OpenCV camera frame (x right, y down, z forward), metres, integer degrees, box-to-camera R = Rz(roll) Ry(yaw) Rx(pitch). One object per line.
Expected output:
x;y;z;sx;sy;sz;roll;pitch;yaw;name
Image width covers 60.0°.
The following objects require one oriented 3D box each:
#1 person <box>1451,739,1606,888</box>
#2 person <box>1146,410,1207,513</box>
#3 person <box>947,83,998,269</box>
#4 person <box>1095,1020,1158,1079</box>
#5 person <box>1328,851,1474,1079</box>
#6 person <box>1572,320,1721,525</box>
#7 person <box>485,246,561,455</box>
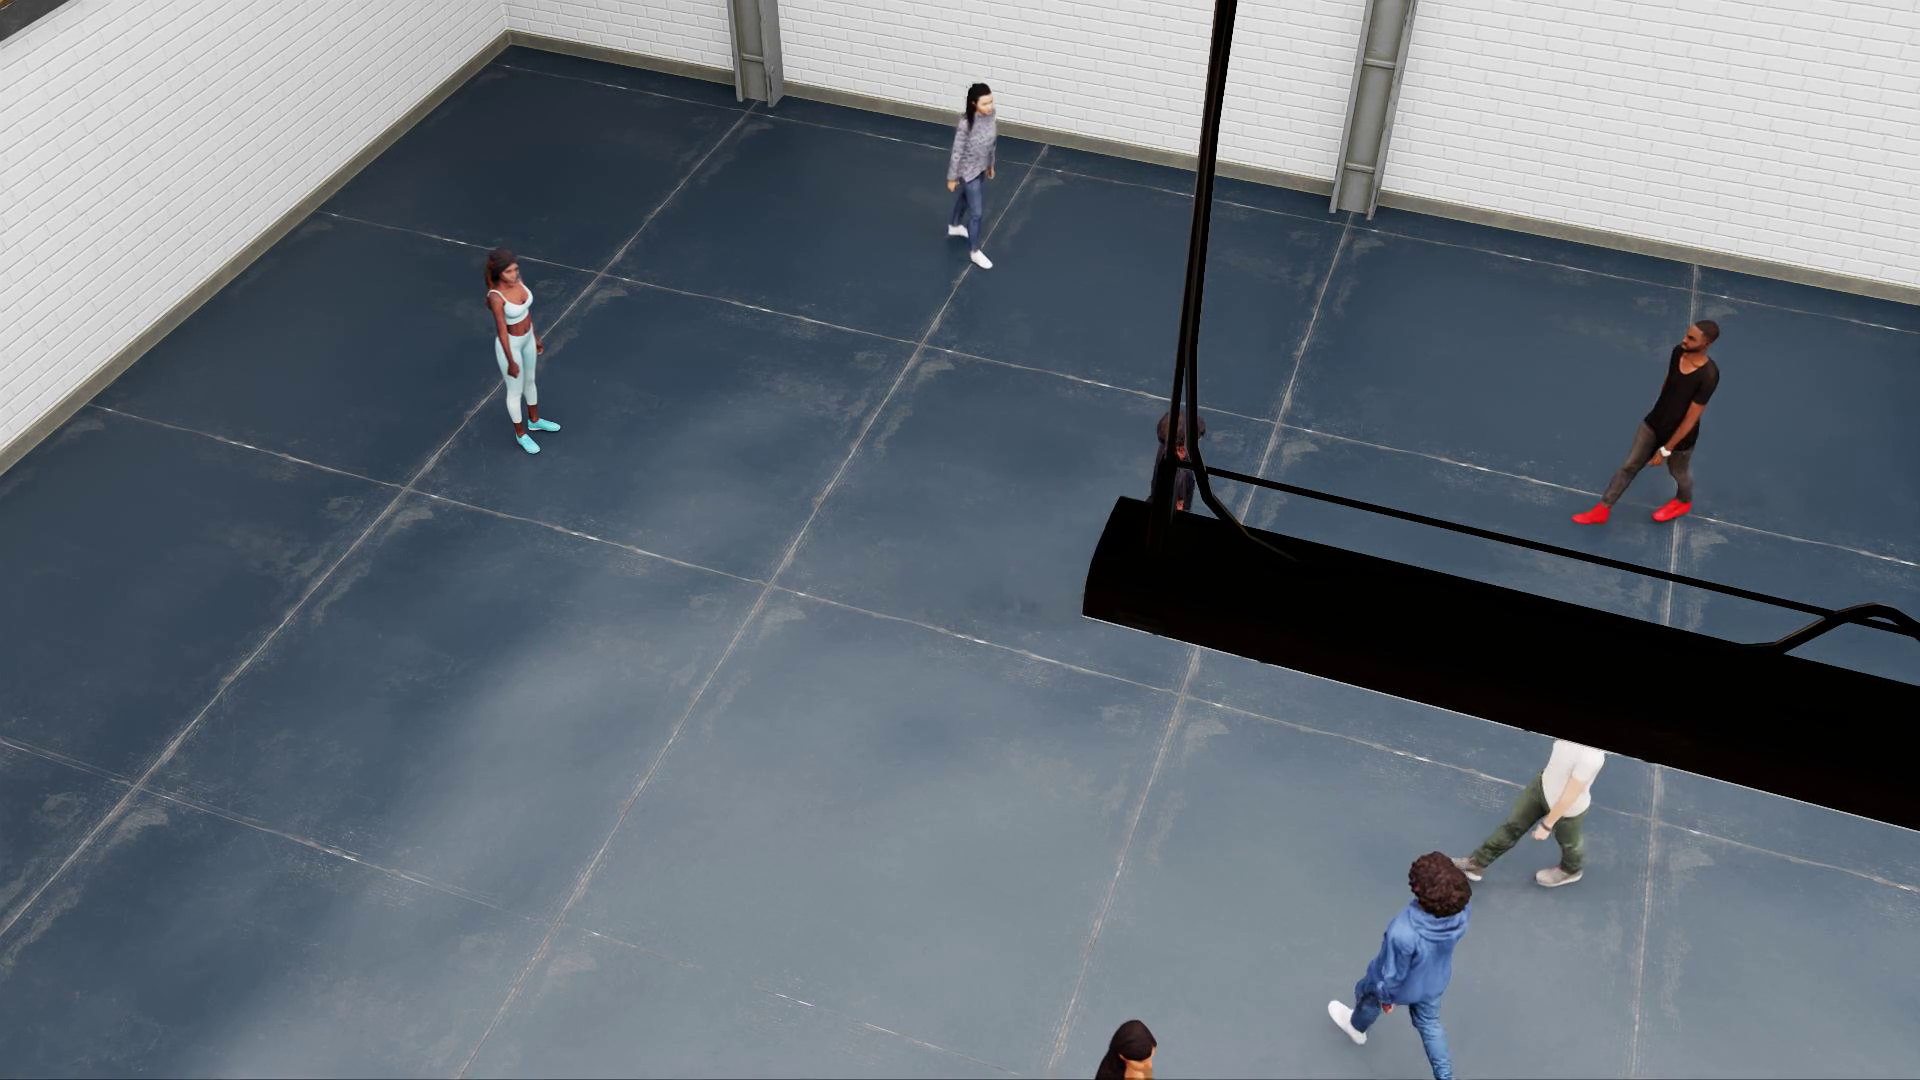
3.466;1.466;9.392;1.175;1.616;0.906;-4;44;-4;person
1.265;-0.124;10.967;1.258;1.745;0.875;0;44;1;person
0.067;-3.188;14.221;0.983;1.693;0.818;28;50;26;person
0.746;2.786;7.957;0.502;1.684;0.551;16;46;16;person
2.357;2.251;8.450;1.134;1.778;1.179;-17;46;-17;person
5.069;-0.770;11.635;1.227;1.760;1.096;-13;45;-13;person
-3.286;-1.438;12.360;0.520;1.726;0.559;16;46;16;person
